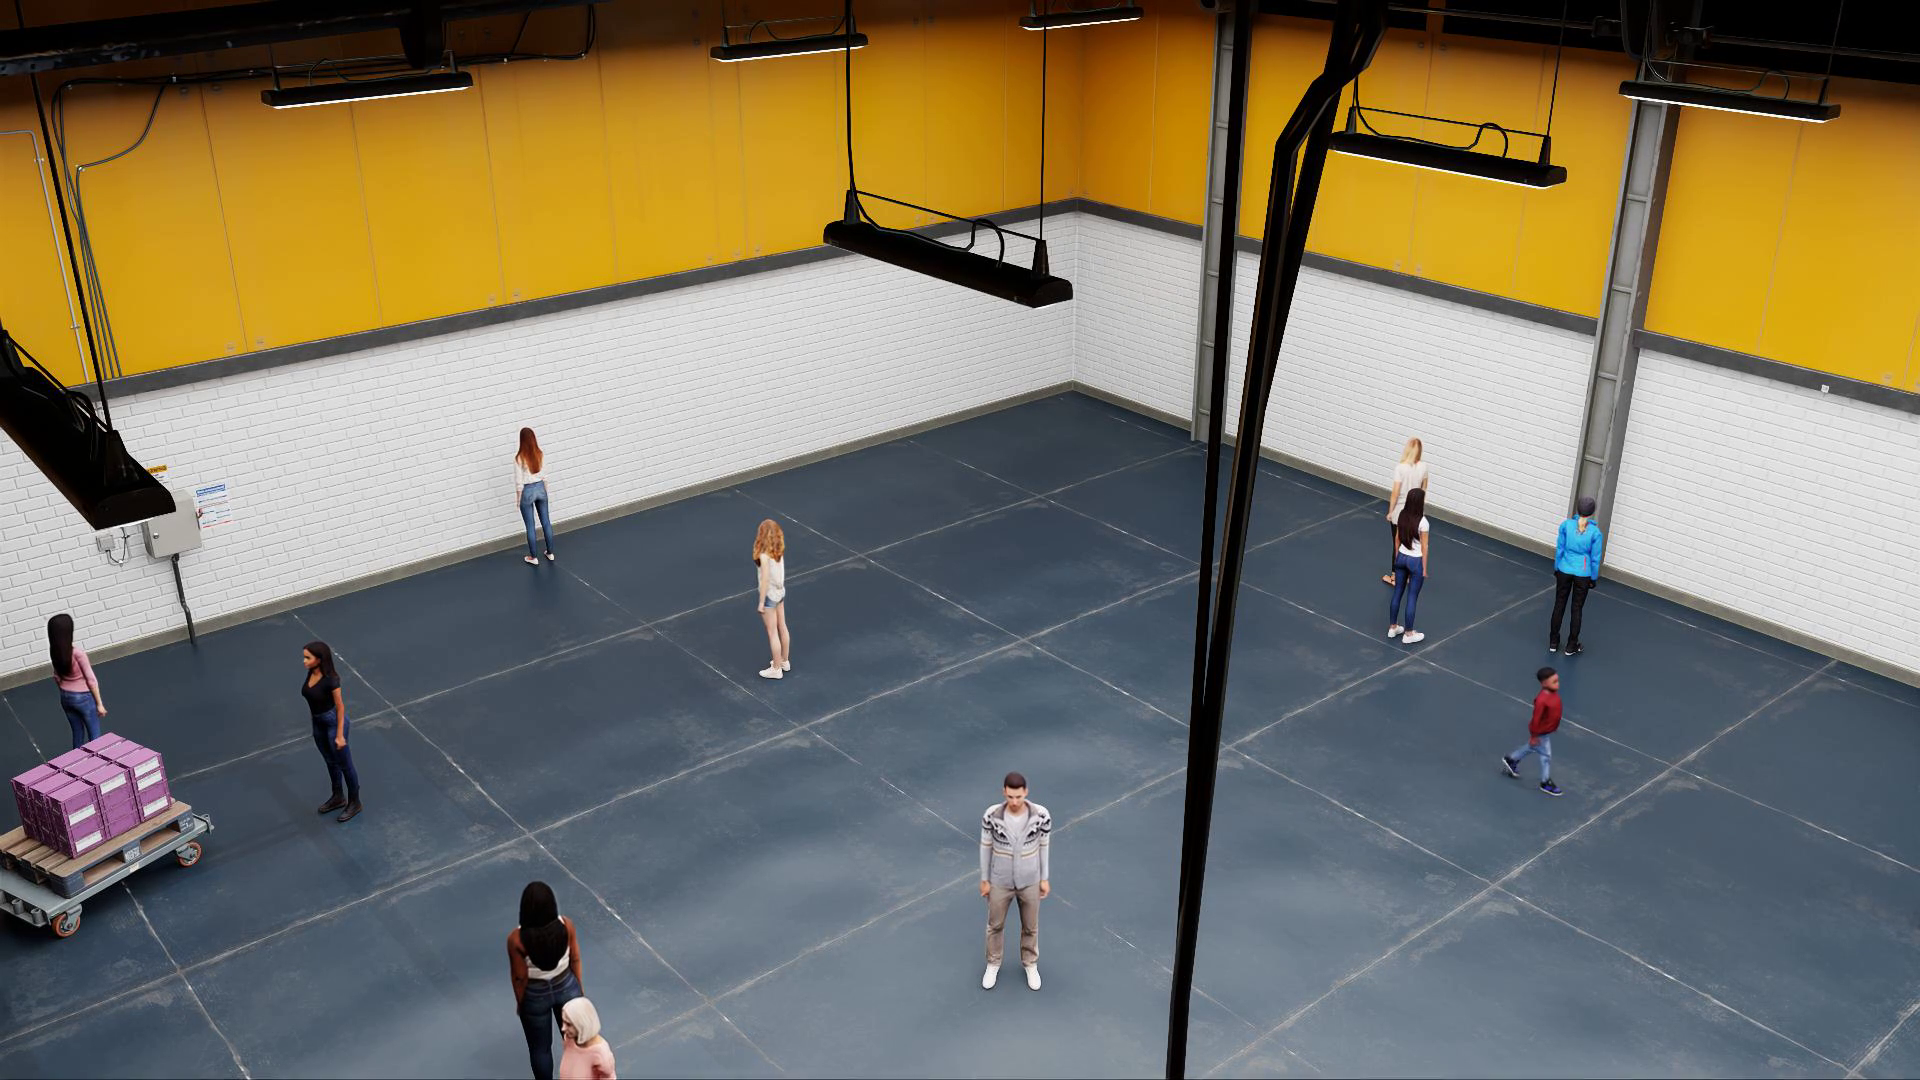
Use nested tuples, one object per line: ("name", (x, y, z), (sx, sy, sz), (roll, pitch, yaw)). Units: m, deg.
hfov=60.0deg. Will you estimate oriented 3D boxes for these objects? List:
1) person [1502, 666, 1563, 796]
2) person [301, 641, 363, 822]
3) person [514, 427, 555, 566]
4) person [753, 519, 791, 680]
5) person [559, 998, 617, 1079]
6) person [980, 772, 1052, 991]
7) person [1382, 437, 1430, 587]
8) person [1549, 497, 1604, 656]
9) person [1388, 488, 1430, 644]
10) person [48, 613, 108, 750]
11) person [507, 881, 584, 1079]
("person", (5.346, 1.724, 15.428), (0.885, 1.239, 0.611), (17, 29, 34))
("person", (-5.637, 1.681, 14.902), (0.551, 1.740, 0.672), (15, 28, 30))
("person", (-5.130, -0.544, 20.006), (0.570, 1.728, 0.502), (-18, 29, -35))
("person", (-1.936, 0.606, 17.335), (0.654, 1.759, 0.646), (10, 25, 21))
("person", (-2.326, 3.601, 10.529), (0.528, 1.725, 0.707), (17, 29, 34))
("person", (0.422, 2.572, 12.714), (0.765, 1.860, 0.795), (0, 24, -1))
("person", (5.222, -0.329, 19.391), (0.687, 1.826, 0.693), (-4, 24, -9))
("person", (6.585, 0.371, 17.826), (0.516, 1.797, 0.716), (18, 29, 35))
("person", (4.892, 0.266, 18.094), (0.664, 1.775, 0.479), (-15, 28, -31))
("person", (-8.158, 1.468, 15.387), (0.603, 1.742, 0.711), (7, 25, 16))
("person", (-2.827, 3.140, 11.478), (0.700, 1.810, 0.691), (-10, 25, -21))
